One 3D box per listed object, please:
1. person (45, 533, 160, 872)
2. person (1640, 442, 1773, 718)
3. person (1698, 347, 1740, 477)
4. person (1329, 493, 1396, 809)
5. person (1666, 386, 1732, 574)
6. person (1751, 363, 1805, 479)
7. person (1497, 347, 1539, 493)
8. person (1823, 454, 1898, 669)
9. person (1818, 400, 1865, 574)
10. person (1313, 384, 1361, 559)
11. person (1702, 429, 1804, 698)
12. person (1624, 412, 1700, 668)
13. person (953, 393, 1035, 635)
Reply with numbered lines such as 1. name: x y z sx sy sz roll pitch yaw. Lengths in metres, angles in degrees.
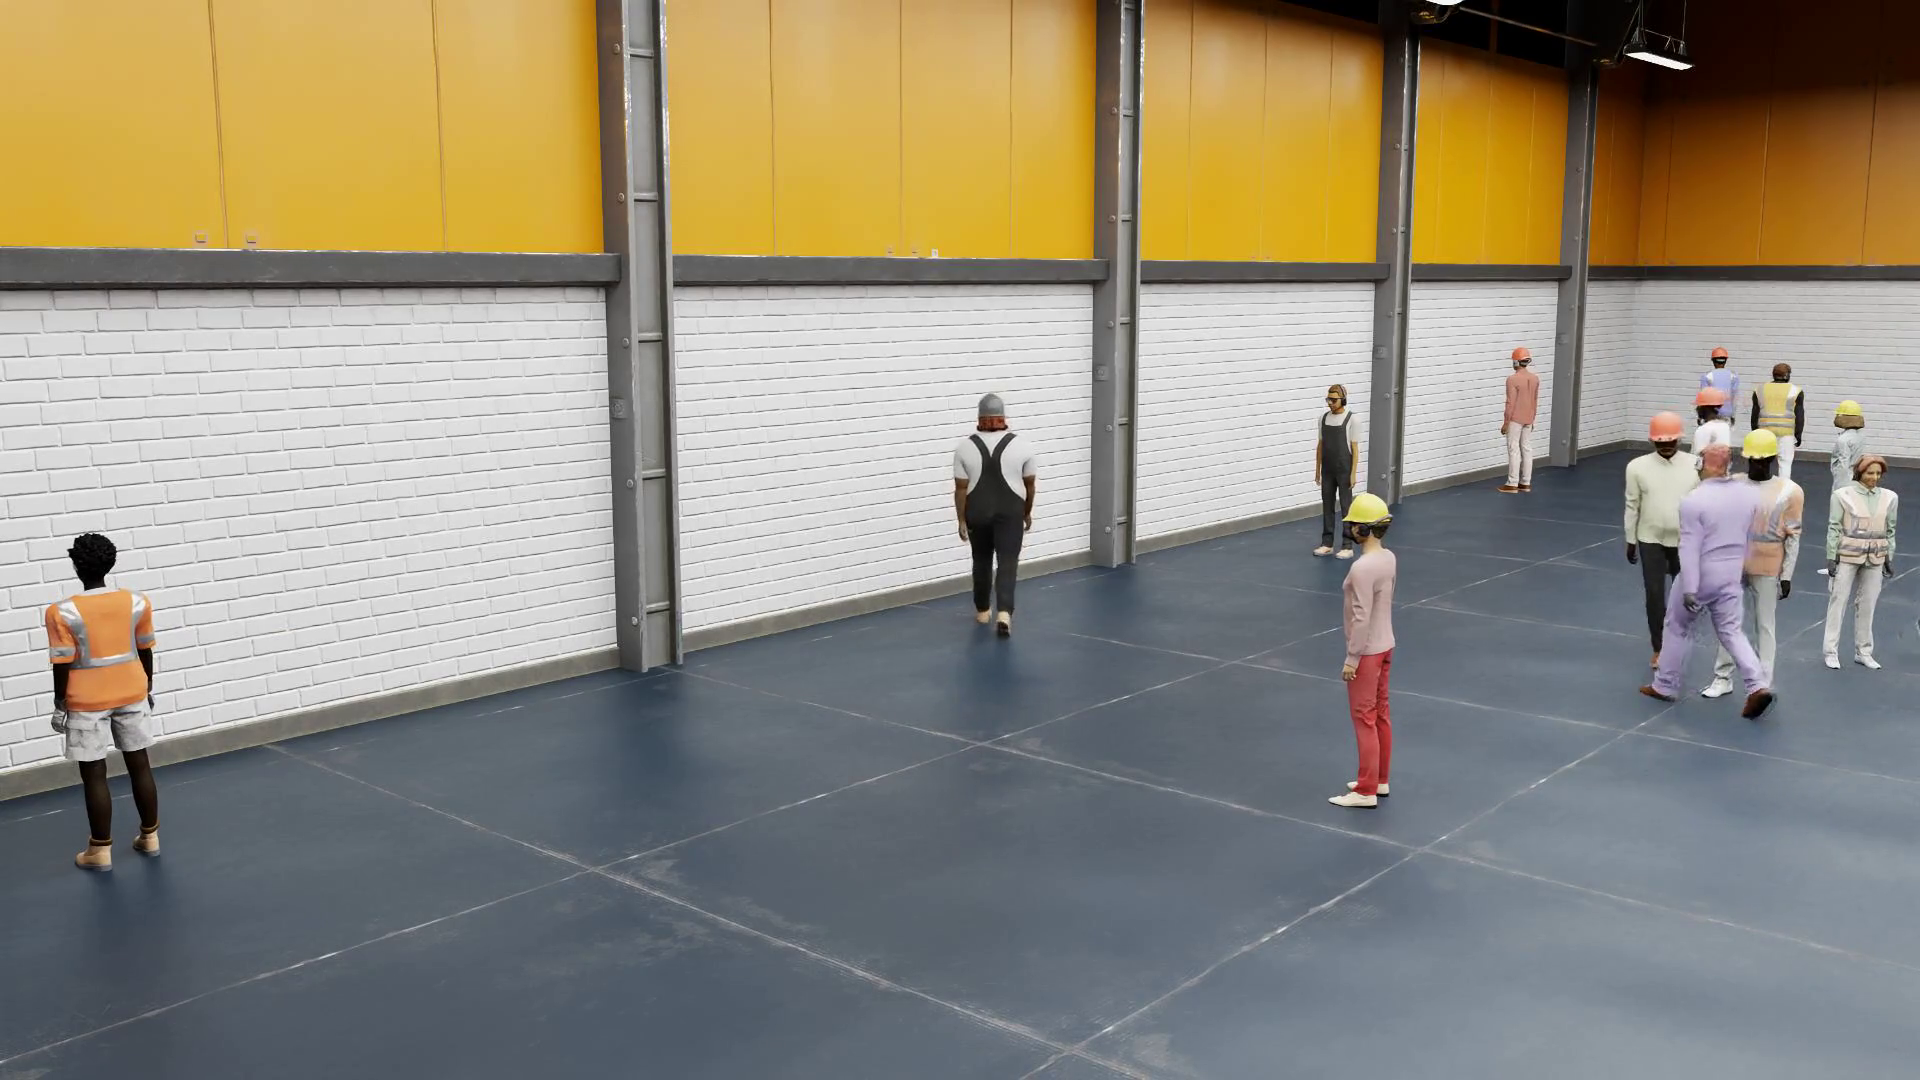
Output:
1. person: -4.301 0.807 8.365 0.317 1.695 0.540 7 11 36
2. person: 5.166 0.261 11.337 0.639 1.857 0.982 -3 10 -18
3. person: 11.084 -1.855 24.358 0.542 1.929 0.368 1 9 7
4. person: 2.266 0.619 9.334 0.315 1.767 0.535 6 11 32
5. person: 7.361 -0.545 16.230 0.553 1.908 0.929 -7 11 -37
6. person: 10.645 -1.382 21.667 0.629 1.840 0.429 7 11 38
7. person: 7.653 -1.640 22.797 0.624 1.992 0.386 -6 11 -32
8. person: 6.807 0.164 12.592 0.512 1.637 0.307 0 9 0
9. person: 8.783 -0.519 16.549 0.493 1.743 0.300 -9 13 -44
10. person: 3.968 -0.723 17.538 0.505 1.842 0.332 9 13 43
11. person: 5.509 0.182 11.576 0.587 1.926 0.368 8 12 42
12. person: 5.440 -0.025 12.775 0.666 1.952 0.784 4 10 23
13. person: 0.286 -0.248 13.915 0.677 2.000 0.976 1 9 7
